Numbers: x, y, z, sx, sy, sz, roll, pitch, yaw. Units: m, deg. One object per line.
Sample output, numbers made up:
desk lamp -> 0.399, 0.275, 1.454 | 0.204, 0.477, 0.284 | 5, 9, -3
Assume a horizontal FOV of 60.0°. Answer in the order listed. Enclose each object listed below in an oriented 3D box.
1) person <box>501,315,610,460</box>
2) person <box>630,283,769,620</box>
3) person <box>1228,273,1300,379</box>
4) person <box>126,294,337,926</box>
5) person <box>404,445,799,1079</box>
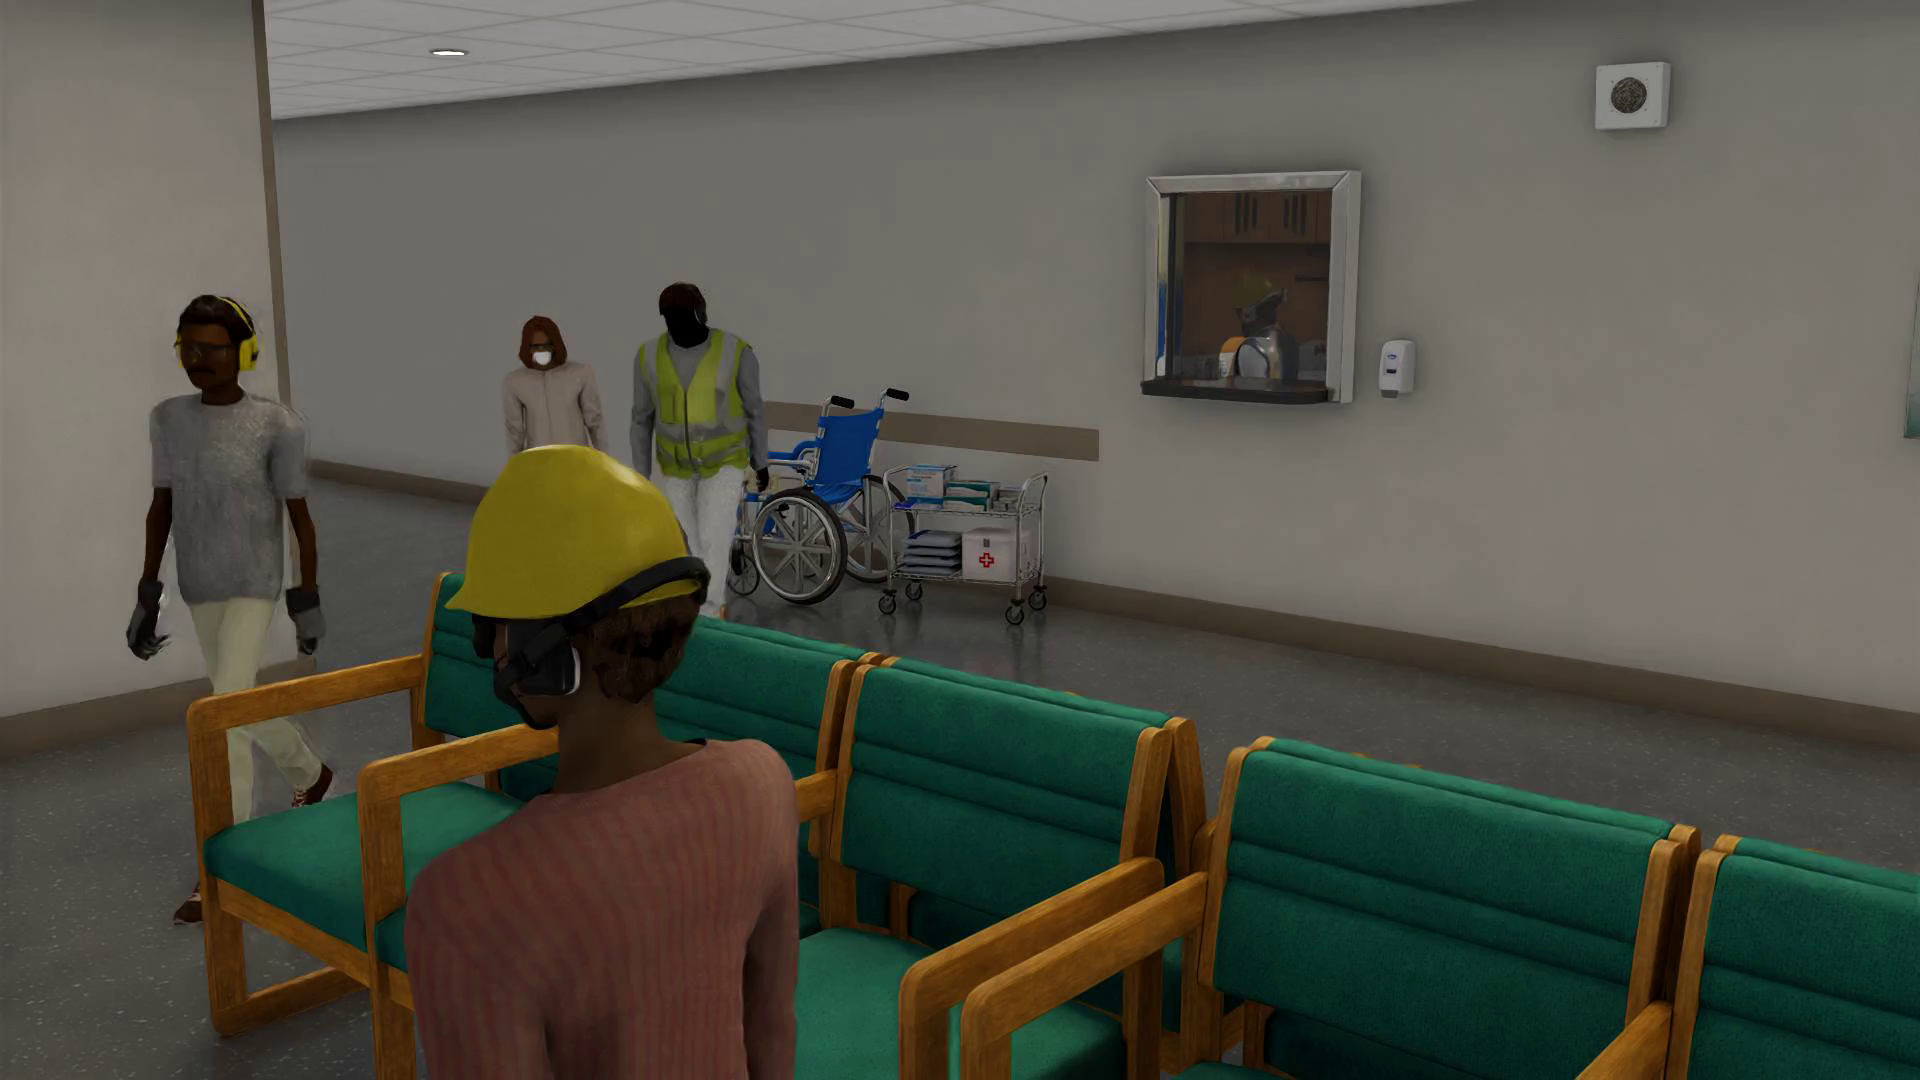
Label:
person -> -2.124, -0.381, 8.787 | 0.540, 1.607, 0.393 | -1, 10, -6
person -> -1.294, -0.362, 8.198 | 0.647, 1.783, 0.987 | 2, 10, 10
person -> 1.608, -0.519, 8.990 | 0.404, 1.822, 0.591 | 6, 12, 30
person -> -2.231, 0.152, 5.163 | 0.519, 1.833, 0.936 | 2, 10, 14
person -> -0.368, 0.780, 1.761 | 0.320, 1.766, 0.535 | 6, 12, 30
